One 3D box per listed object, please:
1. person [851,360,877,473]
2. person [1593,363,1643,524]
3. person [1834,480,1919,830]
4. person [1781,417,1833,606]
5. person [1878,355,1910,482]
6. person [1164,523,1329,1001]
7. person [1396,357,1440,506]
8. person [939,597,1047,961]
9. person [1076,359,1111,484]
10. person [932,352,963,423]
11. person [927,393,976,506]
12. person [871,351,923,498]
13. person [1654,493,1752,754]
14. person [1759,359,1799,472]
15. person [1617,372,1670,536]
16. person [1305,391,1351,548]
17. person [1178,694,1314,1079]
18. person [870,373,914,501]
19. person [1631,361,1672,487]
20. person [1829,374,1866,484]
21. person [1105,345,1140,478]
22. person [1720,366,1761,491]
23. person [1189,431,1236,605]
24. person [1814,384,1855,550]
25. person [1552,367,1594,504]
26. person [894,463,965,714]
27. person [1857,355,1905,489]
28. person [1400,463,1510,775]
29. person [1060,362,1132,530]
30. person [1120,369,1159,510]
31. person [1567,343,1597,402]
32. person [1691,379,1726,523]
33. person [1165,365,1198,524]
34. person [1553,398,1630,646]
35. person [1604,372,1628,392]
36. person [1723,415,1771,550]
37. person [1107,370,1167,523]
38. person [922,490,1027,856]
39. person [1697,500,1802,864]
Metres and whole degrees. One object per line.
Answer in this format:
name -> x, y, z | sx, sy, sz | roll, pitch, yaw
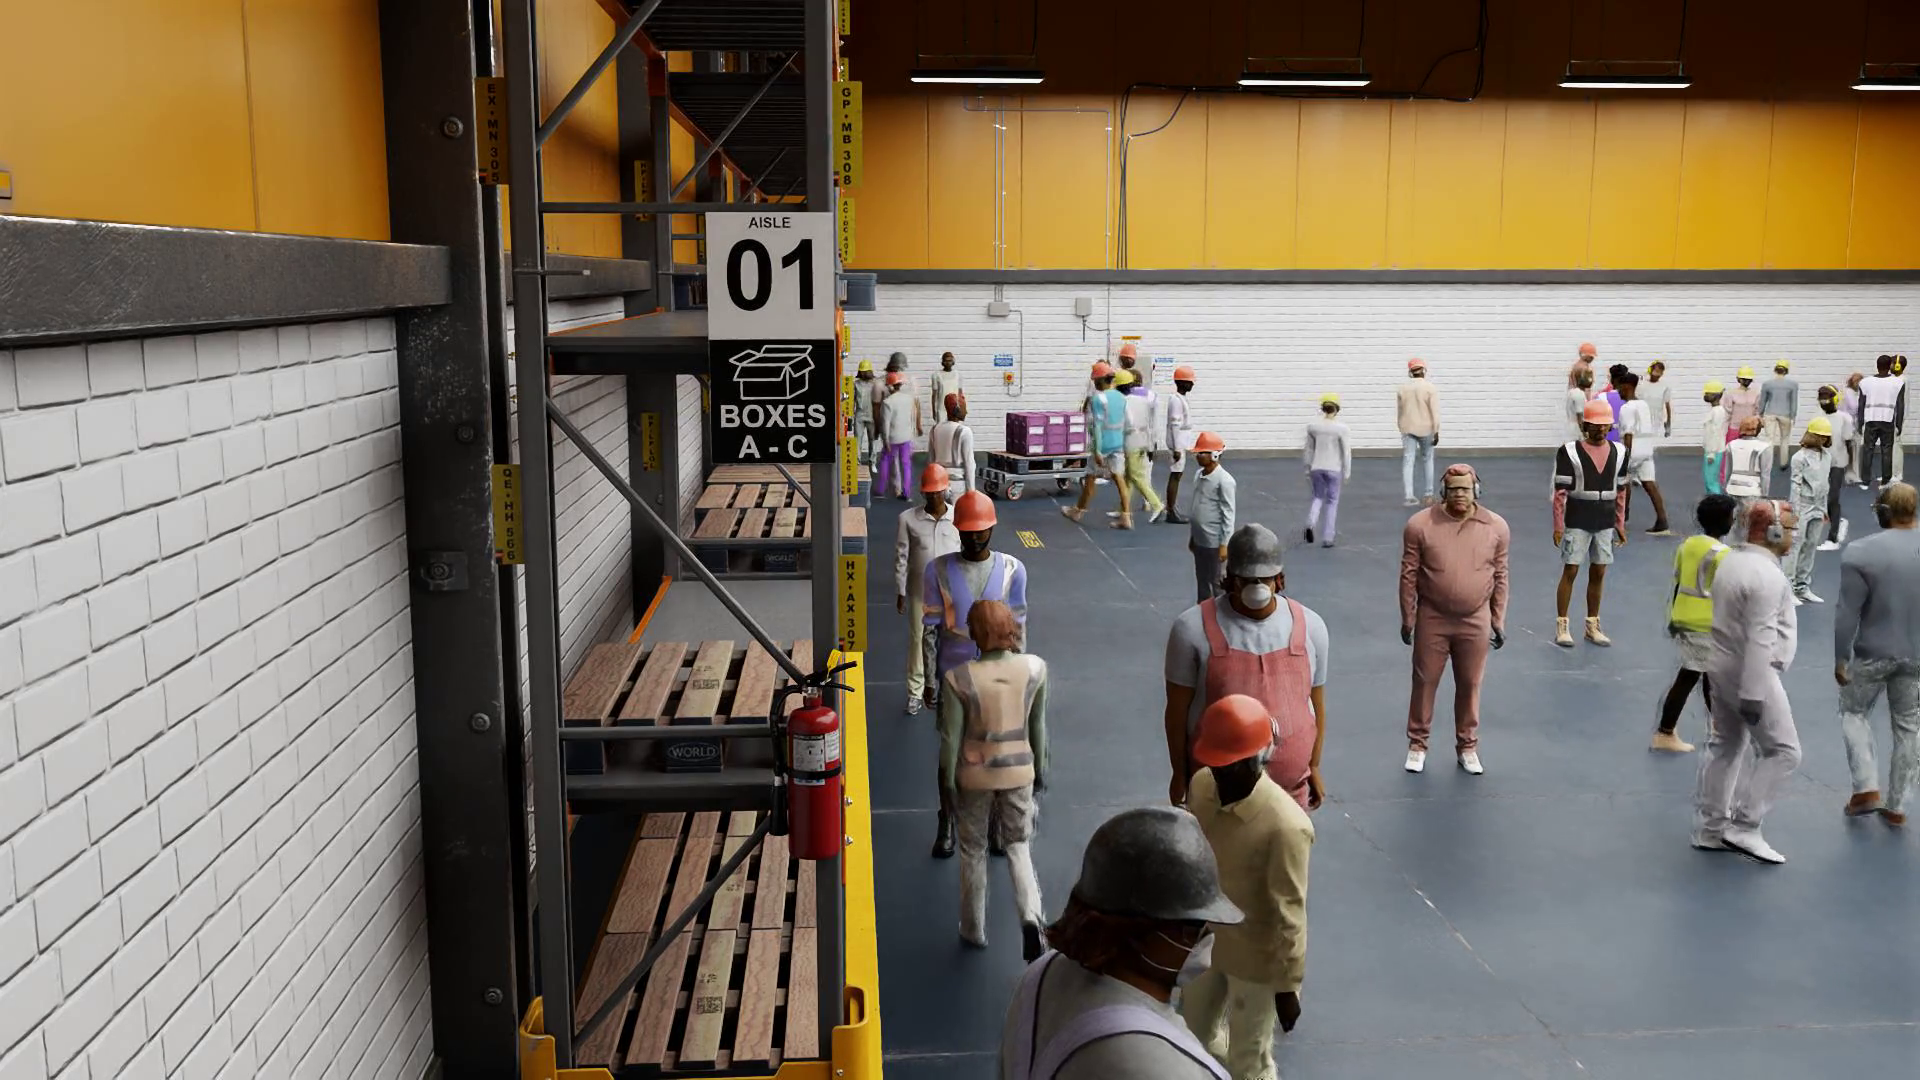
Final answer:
person -> -1.445, -1.888, 25.515 | 0.492, 1.739, 0.320 | -1, 9, -4
person -> 8.001, -1.172, 20.313 | 0.612, 1.962, 0.361 | 1, 9, 9
person -> 5.122, 0.631, 9.116 | 0.679, 1.925, 0.440 | 2, 9, 11
person -> 7.840, -0.267, 15.331 | 0.488, 1.740, 0.319 | -5, 10, -26
person -> 13.777, -1.786, 24.480 | 0.310, 1.864, 0.533 | 7, 12, 38
person -> 1.199, 0.933, 6.860 | 0.688, 2.000, 0.536 | -1, 9, -4
person -> 6.099, -1.447, 22.105 | 0.641, 1.939, 0.901 | 6, 11, 33
person -> 0.165, 1.064, 7.338 | 0.517, 1.616, 0.589 | -2, 9, -14
person -> 1.993, -1.722, 24.224 | 0.601, 1.813, 0.609 | 3, 10, 18
person -> -0.195, -2.047, 26.211 | 0.507, 1.842, 0.335 | -3, 9, -16
person -> -0.068, -0.502, 16.366 | 0.575, 1.883, 0.362 | 9, 13, 44
person -> -0.906, -1.623, 22.908 | 0.694, 2.000, 0.807 | -5, 10, -29
person -> 4.795, 0.538, 10.518 | 0.809, 1.665, 0.543 | 0, 9, 0
person -> 12.679, -1.928, 25.761 | 0.538, 1.734, 0.761 | 6, 11, 31
person -> 7.902, -1.010, 19.494 | 0.603, 1.904, 1.004 | -7, 12, -38
person -> 4.082, -0.776, 18.491 | 0.547, 1.749, 0.424 | 7, 11, 38
person -> 0.923, 1.320, 5.421 | 0.468, 1.722, 0.596 | -5, 10, -27
person -> -0.921, -1.401, 22.496 | 0.569, 1.716, 0.779 | -7, 11, -37
person -> 9.831, -1.656, 23.830 | 0.957, 1.807, 0.573 | -9, 12, -43
person -> 12.966, -1.613, 24.226 | 0.539, 1.602, 0.615 | -2, 9, -12
person -> 2.501, -1.866, 24.548 | 0.956, 2.000, 0.624 | 9, 13, 44
person -> 10.972, -1.557, 23.354 | 0.533, 1.767, 0.326 | -1, 9, -4
person -> 2.055, -0.026, 13.776 | 0.335, 1.753, 0.563 | -4, 10, -21
person -> 9.708, -0.808, 18.425 | 0.582, 1.843, 0.608 | -5, 10, -27
person -> 8.232, -1.359, 21.938 | 0.785, 1.814, 0.505 | 4, 10, 23
person -> -0.168, 0.339, 11.484 | 0.573, 1.749, 0.342 | -1, 9, -4
person -> 13.002, -1.656, 23.514 | 0.591, 1.915, 0.393 | 6, 11, 32
person -> 3.001, 0.483, 10.108 | 0.644, 1.907, 0.400 | 1, 9, 9
person -> 1.682, -1.138, 20.009 | 0.628, 1.982, 1.065 | -8, 12, -42
person -> 2.253, -1.288, 21.470 | 0.629, 1.839, 0.429 | 1, 9, 4
person -> 9.992, -2.197, 26.863 | 0.388, 1.972, 0.778 | 2, 9, 12
person -> 9.212, -1.085, 20.414 | 0.329, 1.773, 0.529 | 3, 10, 18
person -> 2.712, -1.169, 20.379 | 0.378, 1.936, 0.548 | 3, 9, 15
person -> 5.152, -0.137, 13.569 | 0.615, 2.040, 0.391 | -1, 9, -4
person -> 9.498, -1.667, 24.133 | 0.384, 1.733, 0.585 | 2, 9, 11
person -> 7.946, -0.450, 16.830 | 0.315, 1.634, 0.516 | -4, 10, -26
person -> 2.203, -1.156, 20.512 | 0.891, 1.884, 0.599 | 7, 12, 38
person -> 0.080, 0.699, 8.655 | 0.552, 1.935, 0.373 | -1, 9, -4
person -> 4.124, 0.732, 8.613 | 0.516, 1.884, 0.677 | 1, 9, 6
